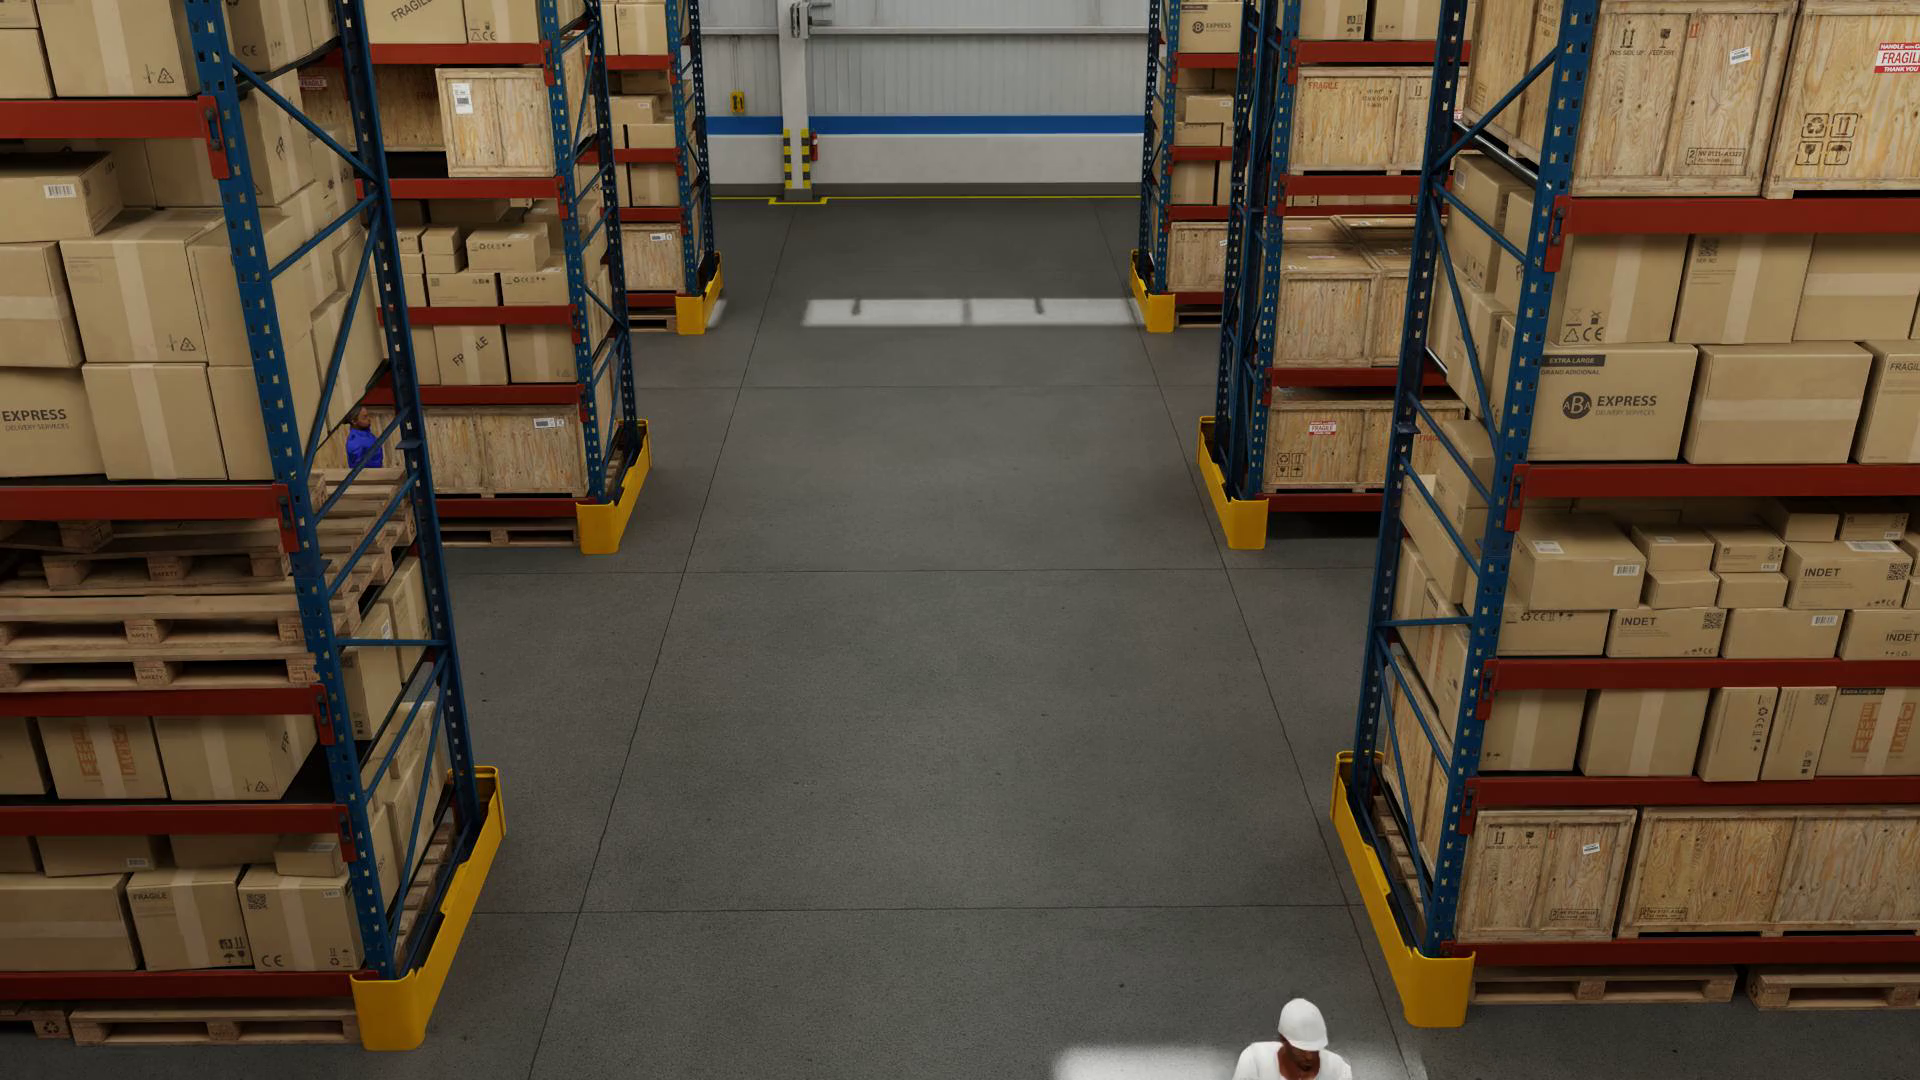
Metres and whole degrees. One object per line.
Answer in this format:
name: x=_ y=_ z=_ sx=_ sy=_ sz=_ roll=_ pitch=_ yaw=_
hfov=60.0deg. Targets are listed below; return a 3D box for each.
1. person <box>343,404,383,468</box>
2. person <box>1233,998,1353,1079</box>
person: x=-5.276 y=-0.450 z=14.967 sx=0.351 sy=1.658 sz=0.441 roll=-5 pitch=25 yaw=-10
person: x=1.484 y=2.897 z=7.624 sx=0.613 sy=1.763 sz=0.613 roll=4 pitch=25 yaw=9
